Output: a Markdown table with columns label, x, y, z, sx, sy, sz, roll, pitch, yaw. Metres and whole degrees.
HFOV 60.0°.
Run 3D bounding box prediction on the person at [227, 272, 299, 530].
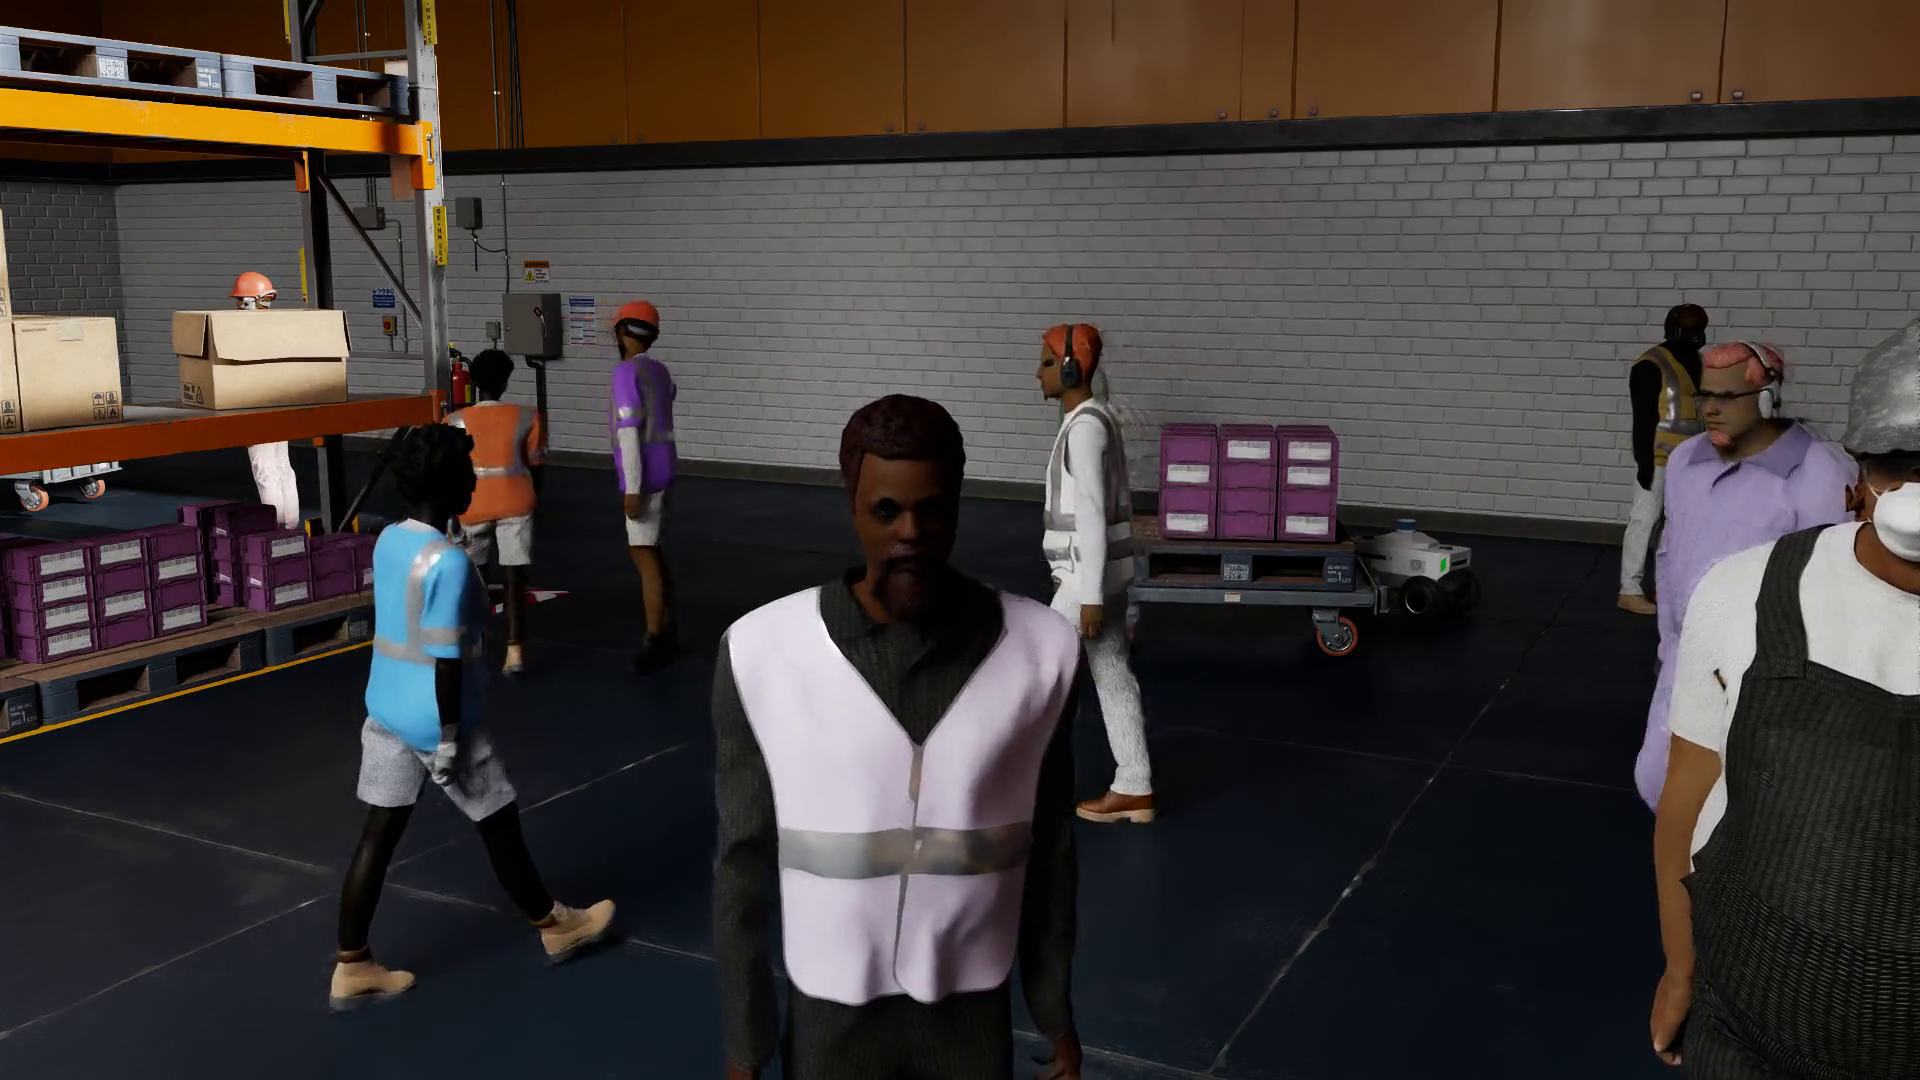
| label | x | y | z | sx | sy | sz | roll | pitch | yaw |
| --- | --- | --- | --- | --- | --- | --- | --- | --- | --- |
| person | -4.827 | -0.851 | 11.535 | 0.382 | 1.993 | 0.622 | 0 | 10 | 0 |

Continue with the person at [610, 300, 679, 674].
| label | x | y | z | sx | sy | sz | roll | pitch | yaw |
| --- | --- | --- | --- | --- | --- | --- | --- | --- | --- |
| person | -1.663 | -0.276 | 8.562 | 0.378 | 1.891 | 0.726 | 2 | 10 | 10 |

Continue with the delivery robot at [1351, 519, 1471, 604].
| label | x | y | z | sx | sy | sz | roll | pitch | yaw |
| --- | --- | --- | --- | --- | --- | --- | --- | --- | --- |
| delivery robot | 2.629 | 0.118 | 9.816 | 0.477 | 0.478 | 0.707 | -9 | 13 | -43 |

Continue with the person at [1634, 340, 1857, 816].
| label | x | y | z | sx | sy | sz | roll | pitch | yaw |
| --- | --- | --- | --- | --- | --- | --- | --- | --- | --- |
| person | 2.252 | 0.367 | 4.803 | 0.431 | 1.883 | 0.692 | -4 | 11 | -21 |

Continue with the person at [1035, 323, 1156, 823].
| label | x | y | z | sx | sy | sz | roll | pitch | yaw |
| --- | --- | --- | --- | --- | --- | --- | --- | --- | --- |
| person | 0.392 | 0.146 | 6.126 | 0.764 | 1.862 | 0.630 | 2 | 10 | 9 |

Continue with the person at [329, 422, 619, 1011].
| label | x | y | z | sx | sy | sz | roll | pitch | yaw |
| --- | --- | --- | --- | --- | --- | --- | --- | --- | --- |
| person | -1.451 | 0.483 | 4.771 | 0.868 | 1.643 | 0.544 | -9 | 13 | -42 |

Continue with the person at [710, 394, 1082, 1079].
| label | x | y | z | sx | sy | sz | roll | pitch | yaw |
| --- | --- | --- | --- | --- | --- | --- | --- | --- | --- |
| person | -0.100 | 0.720 | 2.664 | 0.594 | 1.919 | 0.372 | -2 | 10 | -13 |

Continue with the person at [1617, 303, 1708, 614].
| label | x | y | z | sx | sy | sz | roll | pitch | yaw |
| --- | --- | --- | --- | --- | --- | --- | --- | --- | --- |
| person | 4.210 | -0.475 | 9.844 | 0.626 | 1.836 | 0.431 | -5 | 11 | -28 |

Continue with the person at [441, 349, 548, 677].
| label | x | y | z | sx | sy | sz | roll | pitch | yaw |
| --- | --- | --- | --- | --- | --- | --- | --- | --- | --- |
| person | -2.366 | -0.144 | 8.478 | 0.525 | 1.647 | 0.835 | -2 | 10 | -10 |

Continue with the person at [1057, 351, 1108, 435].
| label | x | y | z | sx | sy | sz | roll | pitch | yaw |
| --- | --- | --- | --- | --- | --- | --- | --- | --- | --- |
| person | 0.819 | -0.639 | 11.346 | 0.286 | 1.635 | 0.497 | -5 | 11 | -29 |
